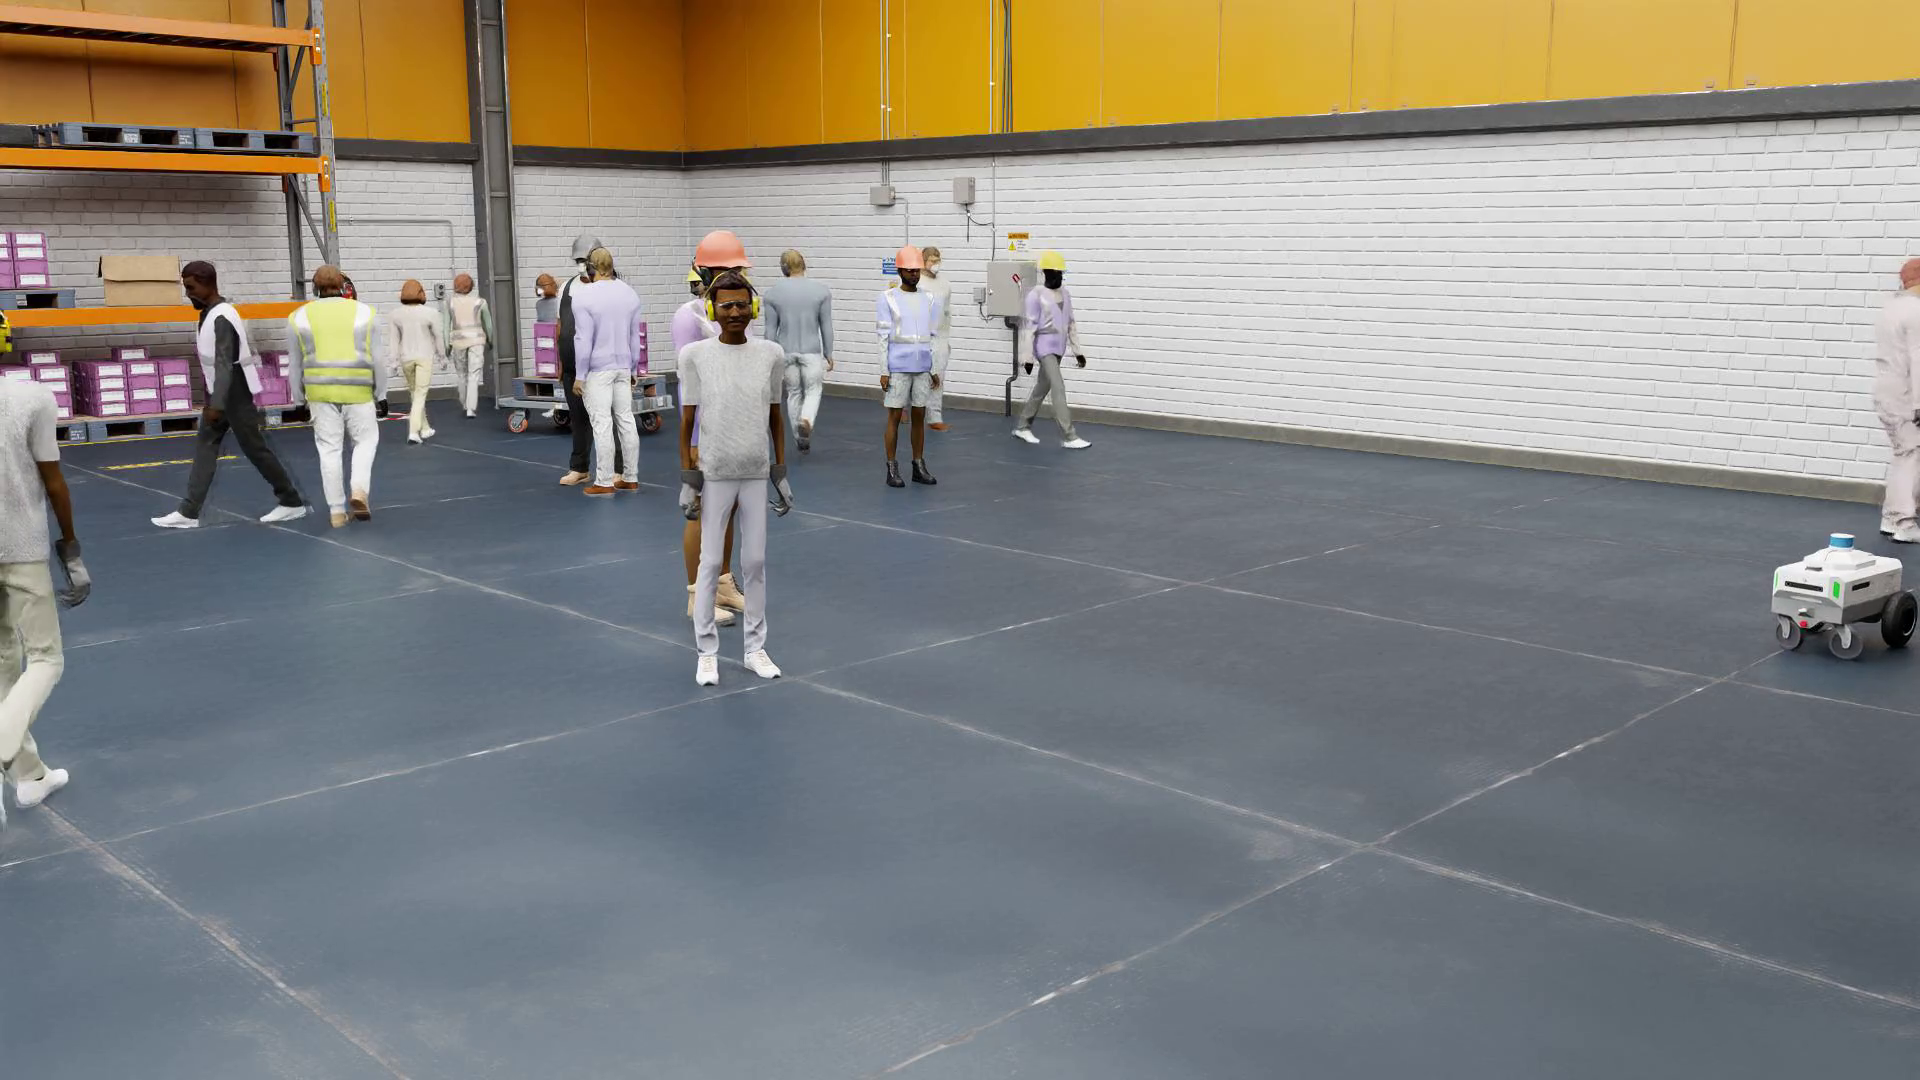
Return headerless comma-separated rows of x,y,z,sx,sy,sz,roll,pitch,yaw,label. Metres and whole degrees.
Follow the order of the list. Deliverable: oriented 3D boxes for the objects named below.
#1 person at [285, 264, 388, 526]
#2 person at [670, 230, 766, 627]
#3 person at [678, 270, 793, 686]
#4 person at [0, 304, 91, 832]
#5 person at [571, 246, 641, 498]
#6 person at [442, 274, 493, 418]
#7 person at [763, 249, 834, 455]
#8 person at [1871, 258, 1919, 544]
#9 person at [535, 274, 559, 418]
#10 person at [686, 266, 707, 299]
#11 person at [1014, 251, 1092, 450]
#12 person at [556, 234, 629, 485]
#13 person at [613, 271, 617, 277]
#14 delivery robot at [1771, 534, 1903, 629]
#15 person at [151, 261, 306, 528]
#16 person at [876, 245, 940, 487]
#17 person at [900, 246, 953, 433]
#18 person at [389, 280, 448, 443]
-4.318,-0.997,11.564,0.649,1.824,0.438,-3,11,-15,person
-1.240,-0.584,8.718,0.394,2.044,0.609,5,12,27,person
-1.013,-0.279,7.535,0.521,1.870,0.319,-4,11,-22,person
-3.299,0.070,5.687,0.527,1.854,0.718,-1,10,-4,person
-2.734,-1.293,12.877,0.354,1.936,0.635,8,13,37,person
-5.498,-2.172,18.640,0.506,1.580,0.923,-1,10,-5,person
-1.472,-1.697,15.174,0.641,1.902,0.676,0,10,1,person
6.311,-0.923,11.073,0.413,1.865,0.671,2,11,12,person
-4.528,-2.147,18.474,0.514,1.592,0.699,8,13,37,person
-2.316,-1.608,15.063,0.524,1.769,0.316,10,15,44,person
0.866,-1.827,15.954,0.988,1.883,0.588,8,13,36,person
-2.974,-1.437,13.380,0.688,2.000,0.539,3,11,18,person
-3.911,-2.223,18.678,0.584,1.657,0.551,6,12,31,person
4.318,0.213,8.182,0.707,0.478,0.477,-8,13,-37,delivery robot
-5.100,-1.005,11.552,1.008,1.858,0.637,-7,13,-35,person
-0.405,-1.398,13.446,0.545,1.938,0.359,-6,12,-29,person
-0.365,-2.067,17.164,0.631,1.922,0.599,-9,14,-41,person
-5.338,-1.753,16.352,0.497,1.594,0.870,1,10,3,person
